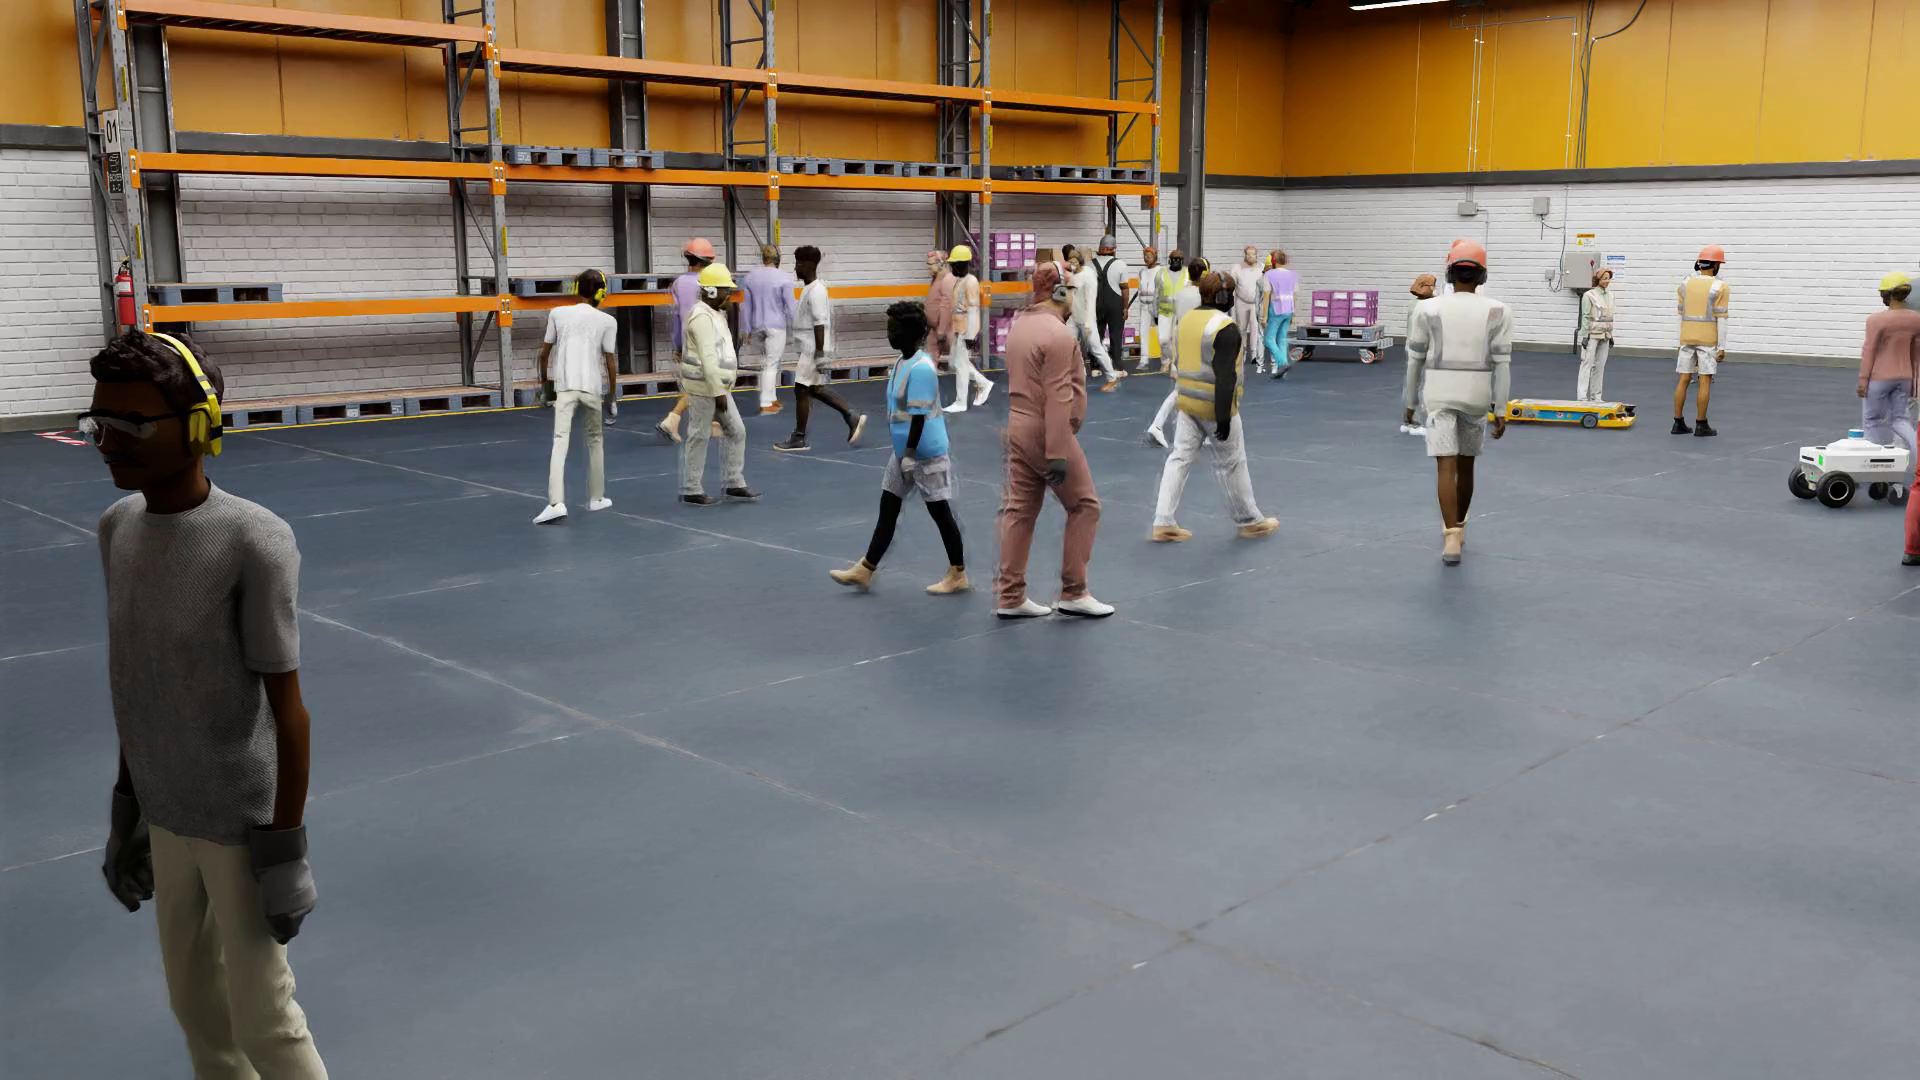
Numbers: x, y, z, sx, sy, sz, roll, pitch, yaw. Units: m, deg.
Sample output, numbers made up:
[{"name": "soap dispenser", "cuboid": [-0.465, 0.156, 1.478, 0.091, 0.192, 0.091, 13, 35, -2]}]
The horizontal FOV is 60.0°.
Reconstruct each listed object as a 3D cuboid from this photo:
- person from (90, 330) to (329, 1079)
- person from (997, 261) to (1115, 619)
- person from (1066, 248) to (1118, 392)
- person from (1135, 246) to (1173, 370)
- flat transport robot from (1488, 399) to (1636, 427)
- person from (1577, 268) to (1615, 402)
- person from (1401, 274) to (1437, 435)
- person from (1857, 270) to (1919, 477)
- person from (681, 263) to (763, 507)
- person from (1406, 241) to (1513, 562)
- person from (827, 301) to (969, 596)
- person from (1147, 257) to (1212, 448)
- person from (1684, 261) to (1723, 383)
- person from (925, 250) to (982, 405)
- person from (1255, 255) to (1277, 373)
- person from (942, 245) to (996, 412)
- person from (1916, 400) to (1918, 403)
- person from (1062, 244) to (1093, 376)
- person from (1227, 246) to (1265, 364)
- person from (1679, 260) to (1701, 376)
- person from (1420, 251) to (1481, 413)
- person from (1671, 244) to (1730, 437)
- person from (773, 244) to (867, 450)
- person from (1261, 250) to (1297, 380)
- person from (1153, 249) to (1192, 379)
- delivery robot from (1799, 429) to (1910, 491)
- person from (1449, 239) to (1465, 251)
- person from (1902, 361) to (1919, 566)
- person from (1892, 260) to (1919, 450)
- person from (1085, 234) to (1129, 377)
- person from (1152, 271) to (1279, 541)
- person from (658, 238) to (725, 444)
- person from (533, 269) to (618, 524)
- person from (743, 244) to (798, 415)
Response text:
[{"name": "person", "cuboid": [-1.409, 0.539, 3.114, 0.519, 1.862, 0.316, 6, 12, 30]}, {"name": "person", "cuboid": [0.521, -0.512, 8.747, 0.749, 1.881, 0.670, -4, 11, -22]}, {"name": "person", "cuboid": [1.596, -2.801, 21.340, 1.113, 1.867, 0.647, -7, 12, -32]}, {"name": "person", "cuboid": [2.983, -3.517, 25.264, 0.610, 1.853, 0.875, 9, 14, 40]}, {"name": "flat transport robot", "cuboid": [6.465, -1.374, 17.865, 1.431, 0.197, 0.652, 5, 12, 26]}, {"name": "person", "cuboid": [7.506, -2.375, 19.592, 0.525, 1.639, 0.307, -6, 12, -30]}, {"name": "person", "cuboid": [4.686, -1.887, 16.950, 0.287, 1.631, 0.501, -1, 10, -4]}, {"name": "person", "cuboid": [7.556, -1.293, 13.423, 0.528, 1.745, 0.638, -2, 11, -12]}, {"name": "person", "cuboid": [-1.766, -1.133, 12.344, 0.700, 1.806, 0.607, 1, 10, 6]}, {"name": "person", "cuboid": [3.135, -0.876, 10.490, 0.611, 1.992, 0.989, 2, 11, 10]}, {"name": "person", "cuboid": [-0.332, -0.492, 9.268, 0.848, 1.652, 0.541, -3, 11, -18]}, {"name": "person", "cuboid": [2.176, -1.787, 15.906, 0.942, 1.824, 0.528, -8, 13, -37]}, {"name": "person", "cuboid": [10.197, -3.063, 22.816, 0.602, 1.830, 0.404, -3, 11, -14]}, {"name": "person", "cuboid": [-0.108, -2.498, 19.713, 0.966, 1.862, 0.650, -4, 11, -19]}, {"name": "person", "cuboid": [4.574, -3.325, 24.478, 0.492, 1.746, 0.285, 8, 13, 36]}, {"name": "person", "cuboid": [0.088, -2.418, 19.073, 0.579, 1.912, 0.611, -2, 11, -12]}, {"name": "person", "cuboid": [11.655, -2.406, 19.828, 0.504, 1.622, 0.431, -5, 12, -25]}, {"name": "person", "cuboid": [1.581, -3.161, 23.170, 0.631, 1.896, 0.459, 0, 10, -1]}, {"name": "person", "cuboid": [4.581, -3.731, 26.401, 0.681, 1.850, 0.992, 1, 10, 6]}, {"name": "person", "cuboid": [10.660, -3.214, 24.031, 0.530, 1.689, 0.321, -4, 11, -22]}, {"name": "person", "cuboid": [5.468, -2.274, 18.455, 0.929, 1.846, 0.614, -4, 11, -22]}, {"name": "person", "cuboid": [7.501, -2.010, 16.807, 0.383, 1.932, 0.542, -8, 13, -35]}, {"name": "person", "cuboid": [-1.331, -1.807, 15.675, 0.818, 1.947, 0.613, -1, 10, -6]}, {"name": "person", "cuboid": [4.460, -3.135, 23.240, 0.624, 1.821, 0.478, -6, 12, -31]}, {"name": "person", "cuboid": [3.042, -3.203, 23.603, 0.621, 1.826, 0.477, 2, 11, 11]}, {"name": "delivery robot", "cuboid": [6.746, -0.591, 12.548, 0.707, 0.478, 0.477, 0, 11, 0]}, {"name": "person", "cuboid": [7.979, -3.773, 26.352, 0.631, 1.965, 0.927, -8, 13, -36]}, {"name": "person", "cuboid": [5.949, -0.678, 9.995, 0.308, 1.769, 0.524, -1, 10, -4]}, {"name": "person", "cuboid": [8.385, -1.574, 14.421, 0.658, 1.937, 0.385, 5, 11, 25]}, {"name": "person", "cuboid": [2.127, -3.357, 23.848, 0.684, 2.000, 0.538, 5, 12, 25]}, {"name": "person", "cuboid": [1.681, -0.875, 11.007, 0.949, 1.792, 0.644, -5, 12, -27]}, {"name": "person", "cuboid": [-2.589, -1.944, 16.258, 0.621, 2.008, 0.994, 9, 14, 41]}, {"name": "person", "cuboid": [-2.751, -1.035, 11.913, 0.598, 1.793, 0.952, -1, 10, -7]}, {"name": "person", "cuboid": [-2.093, -2.389, 18.913, 0.628, 1.911, 0.757, 7, 12, 33]}]
